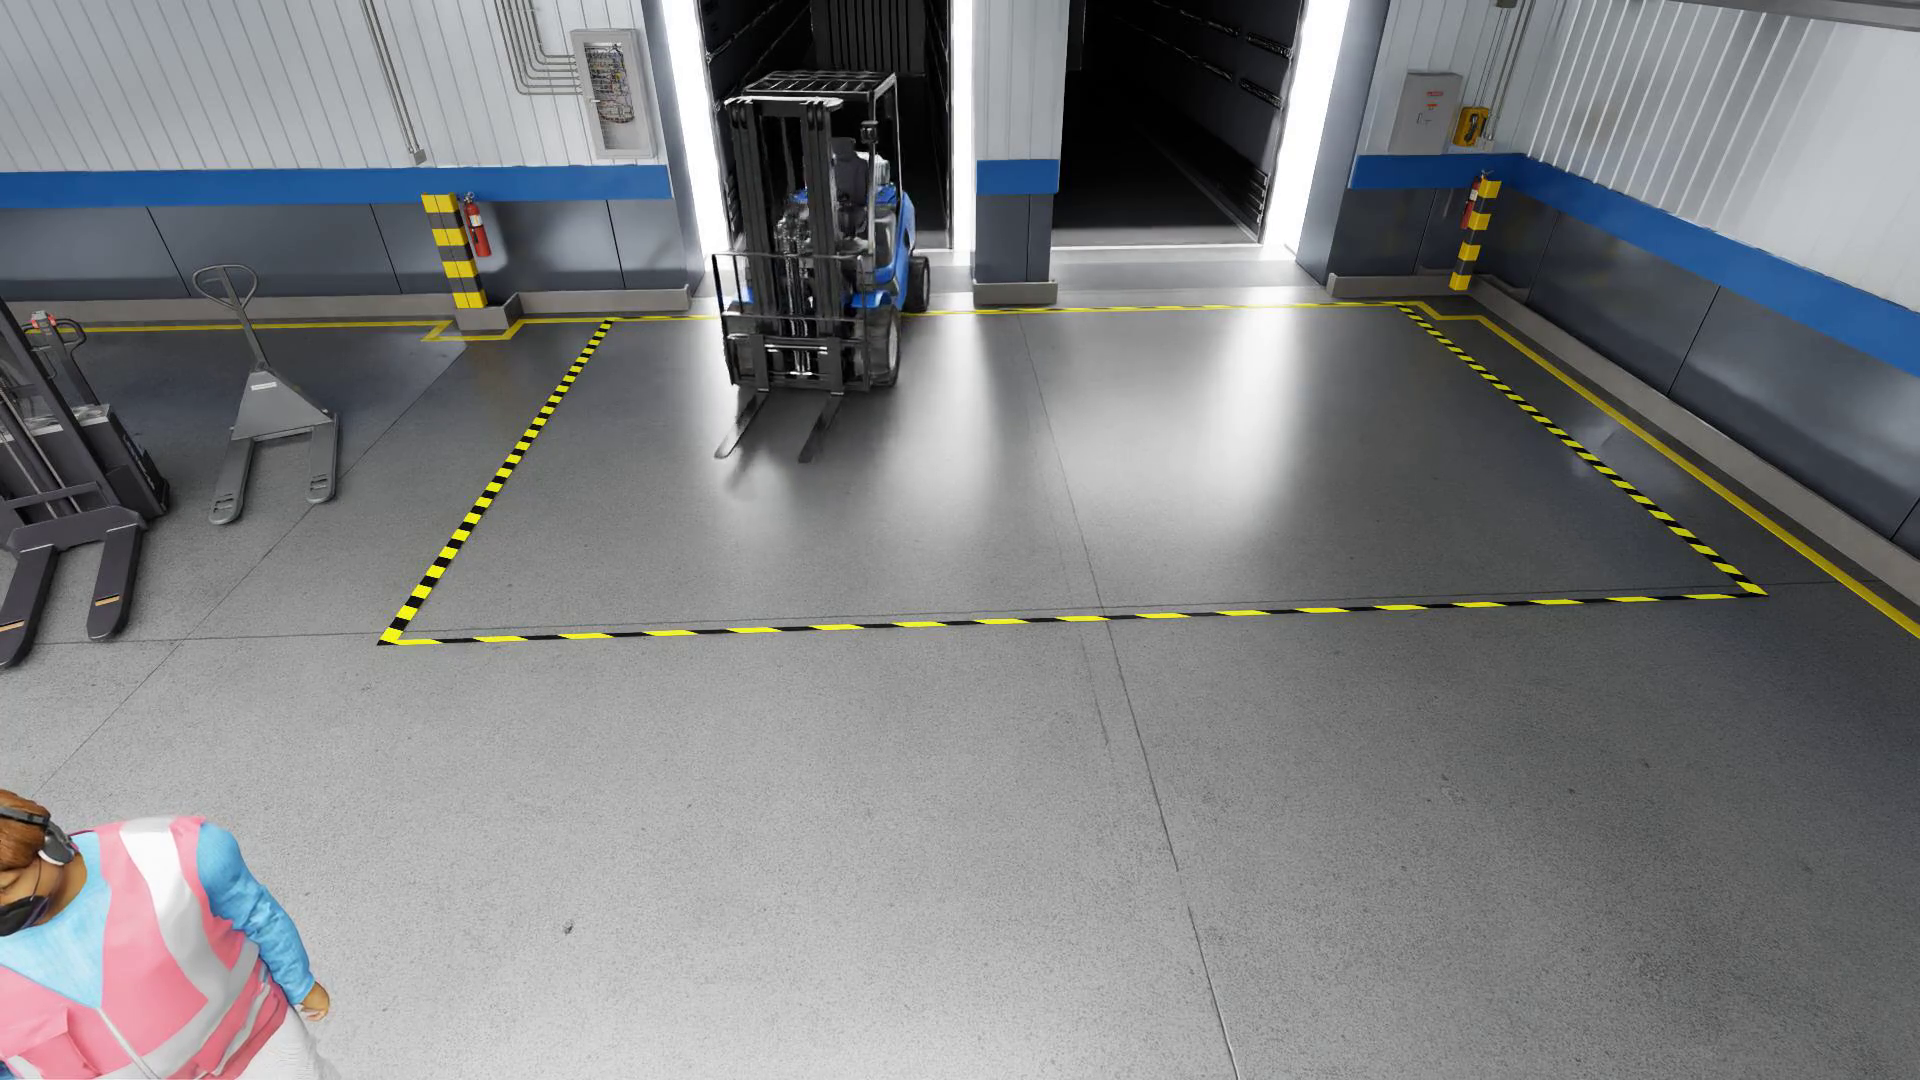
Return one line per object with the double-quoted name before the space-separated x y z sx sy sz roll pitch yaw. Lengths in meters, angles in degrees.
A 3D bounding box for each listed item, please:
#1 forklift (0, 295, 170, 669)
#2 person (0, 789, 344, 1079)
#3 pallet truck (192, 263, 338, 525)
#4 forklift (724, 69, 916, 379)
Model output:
"forklift" -5.212 -0.618 4.878 0.823 1.965 1.885 -20 39 -26
"person" -1.949 1.277 2.290 0.632 1.841 0.429 -27 43 -33
"pallet truck" -4.778 -1.027 6.128 0.680 1.201 1.601 -17 38 -23
"forklift" -1.087 -2.731 7.599 1.157 2.036 2.680 4 35 5
